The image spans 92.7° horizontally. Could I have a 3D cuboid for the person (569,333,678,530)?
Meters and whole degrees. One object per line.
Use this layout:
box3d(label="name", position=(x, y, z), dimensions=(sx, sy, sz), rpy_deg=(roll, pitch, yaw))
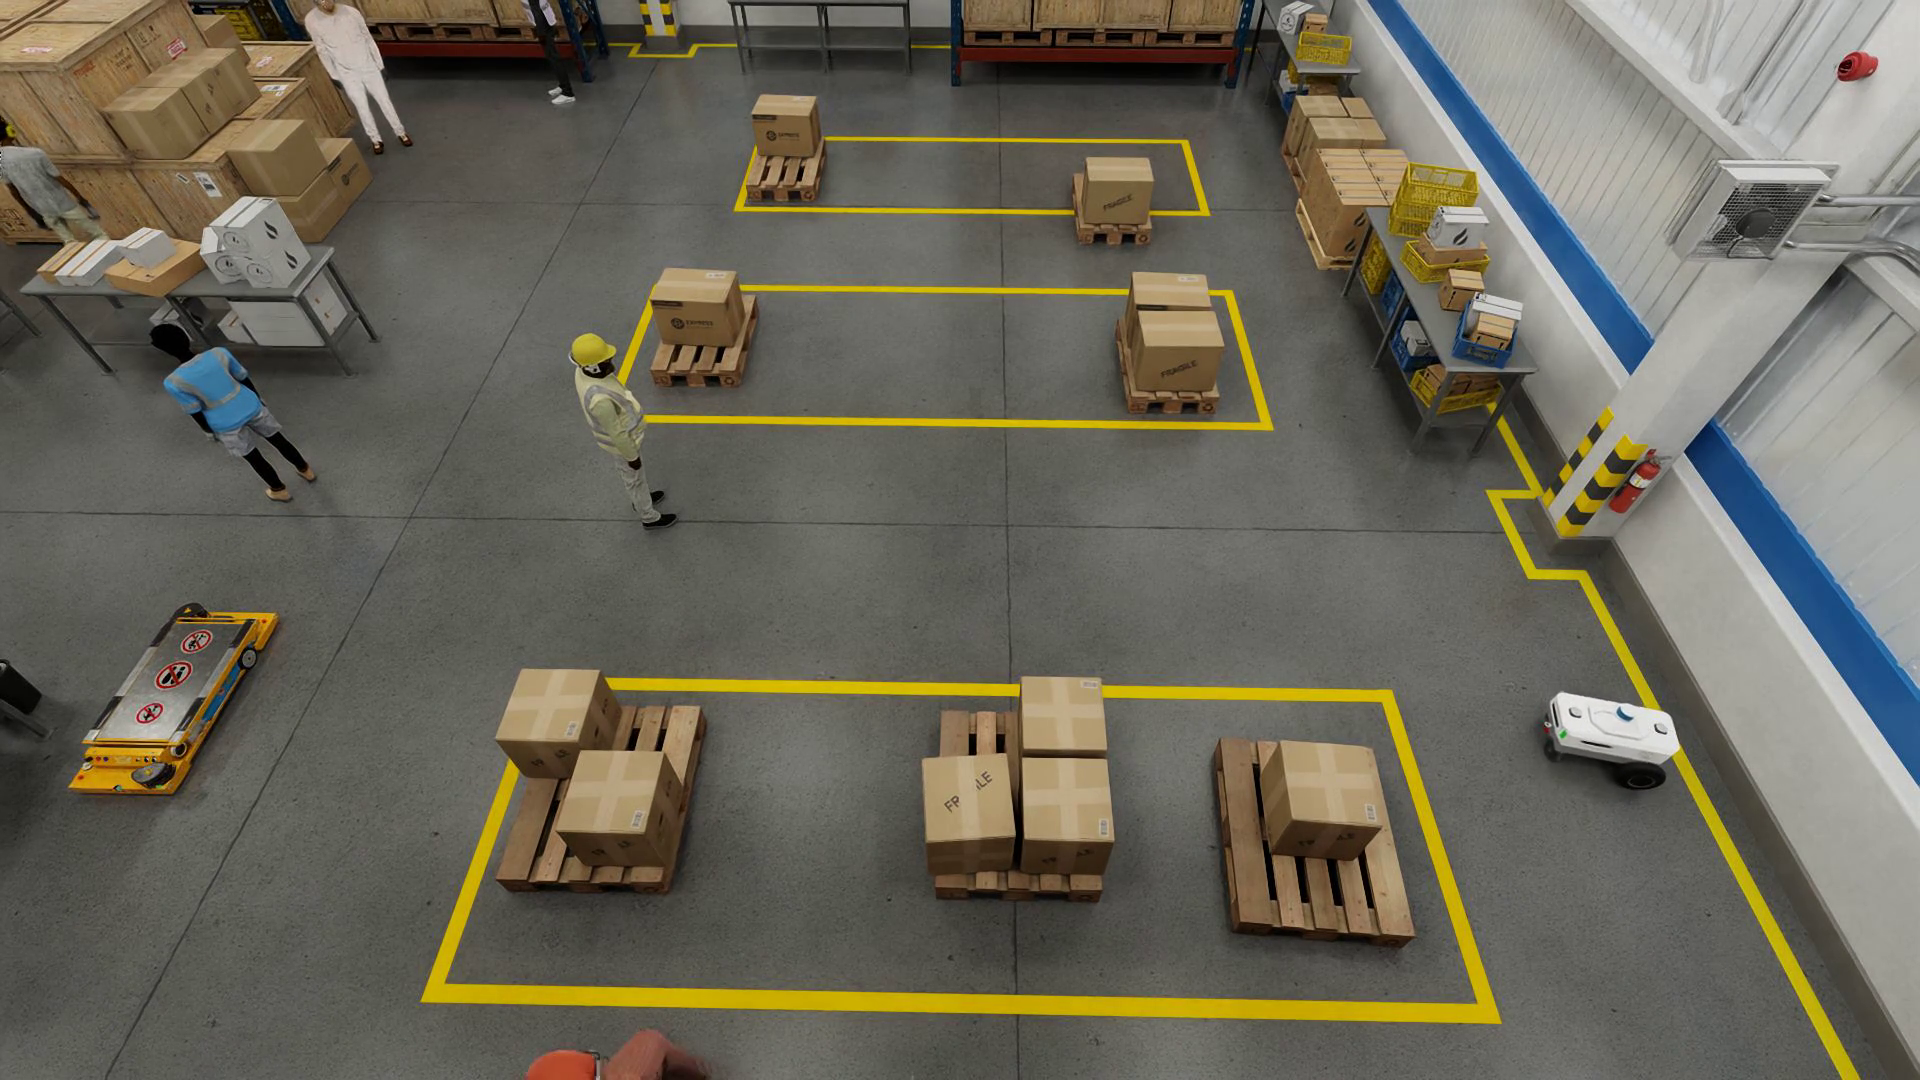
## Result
box3d(label="person", position=(-2.587, -0.813, 7.021), dimensions=(0.404, 1.833, 0.590), rpy_deg=(-23, 54, -18))

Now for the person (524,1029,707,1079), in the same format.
box3d(label="person", position=(-1.506, 2.576, 4.078), dimensions=(0.848, 1.946, 0.608), rpy_deg=(13, 51, 11))

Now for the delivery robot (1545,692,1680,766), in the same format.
box3d(label="delivery robot", position=(4.286, 1.243, 6.053), dimensions=(0.707, 0.478, 0.477), rpy_deg=(10, 51, 9))

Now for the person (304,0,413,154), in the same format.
box3d(label="person", position=(-7.310, -5.691, 11.108), dimensions=(0.662, 1.904, 0.401), rpy_deg=(-27, 55, -21))

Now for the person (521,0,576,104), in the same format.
box3d(label="person", position=(-5.484, -6.763, 12.009), dimensions=(0.391, 1.910, 0.582), rpy_deg=(-17, 52, -14))

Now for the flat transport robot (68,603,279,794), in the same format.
box3d(label="flat transport robot", position=(-5.504, 1.072, 6.442), dimensions=(0.652, 0.197, 1.431), rpy_deg=(1, 50, 1))

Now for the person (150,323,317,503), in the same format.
box3d(label="person", position=(-5.746, -0.988, 7.258), dimensions=(0.320, 1.694, 0.532), rpy_deg=(20, 53, 16))

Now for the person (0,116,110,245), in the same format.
box3d(label="person", position=(-8.935, -3.275, 9.095), dimensions=(0.546, 1.857, 0.346), rpy_deg=(-17, 52, -14))
